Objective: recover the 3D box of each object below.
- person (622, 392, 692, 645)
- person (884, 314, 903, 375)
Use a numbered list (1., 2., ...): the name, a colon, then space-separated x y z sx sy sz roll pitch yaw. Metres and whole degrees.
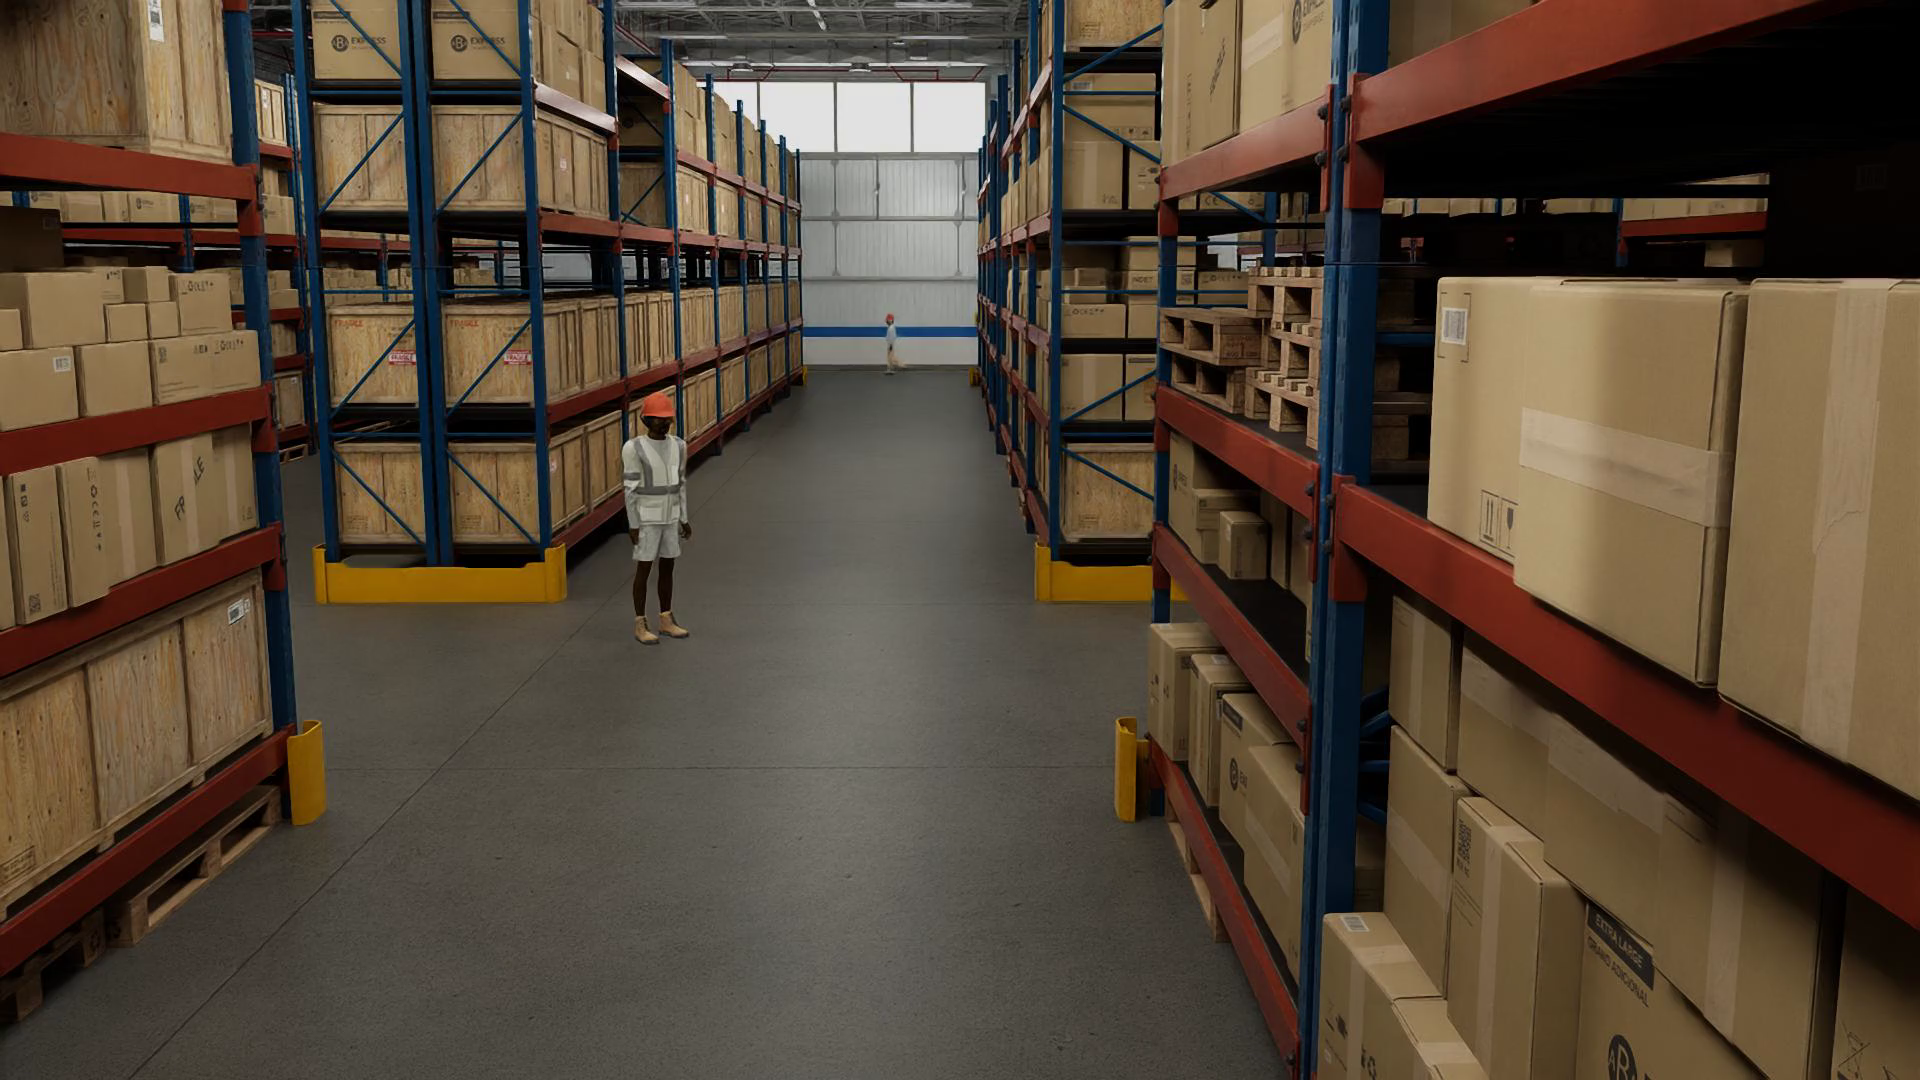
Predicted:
1. person: -2.441 -0.181 13.522 0.386 2.045 0.605 9 13 43
2. person: -1.928 -5.570 47.474 0.463 1.741 0.577 0 9 -3
